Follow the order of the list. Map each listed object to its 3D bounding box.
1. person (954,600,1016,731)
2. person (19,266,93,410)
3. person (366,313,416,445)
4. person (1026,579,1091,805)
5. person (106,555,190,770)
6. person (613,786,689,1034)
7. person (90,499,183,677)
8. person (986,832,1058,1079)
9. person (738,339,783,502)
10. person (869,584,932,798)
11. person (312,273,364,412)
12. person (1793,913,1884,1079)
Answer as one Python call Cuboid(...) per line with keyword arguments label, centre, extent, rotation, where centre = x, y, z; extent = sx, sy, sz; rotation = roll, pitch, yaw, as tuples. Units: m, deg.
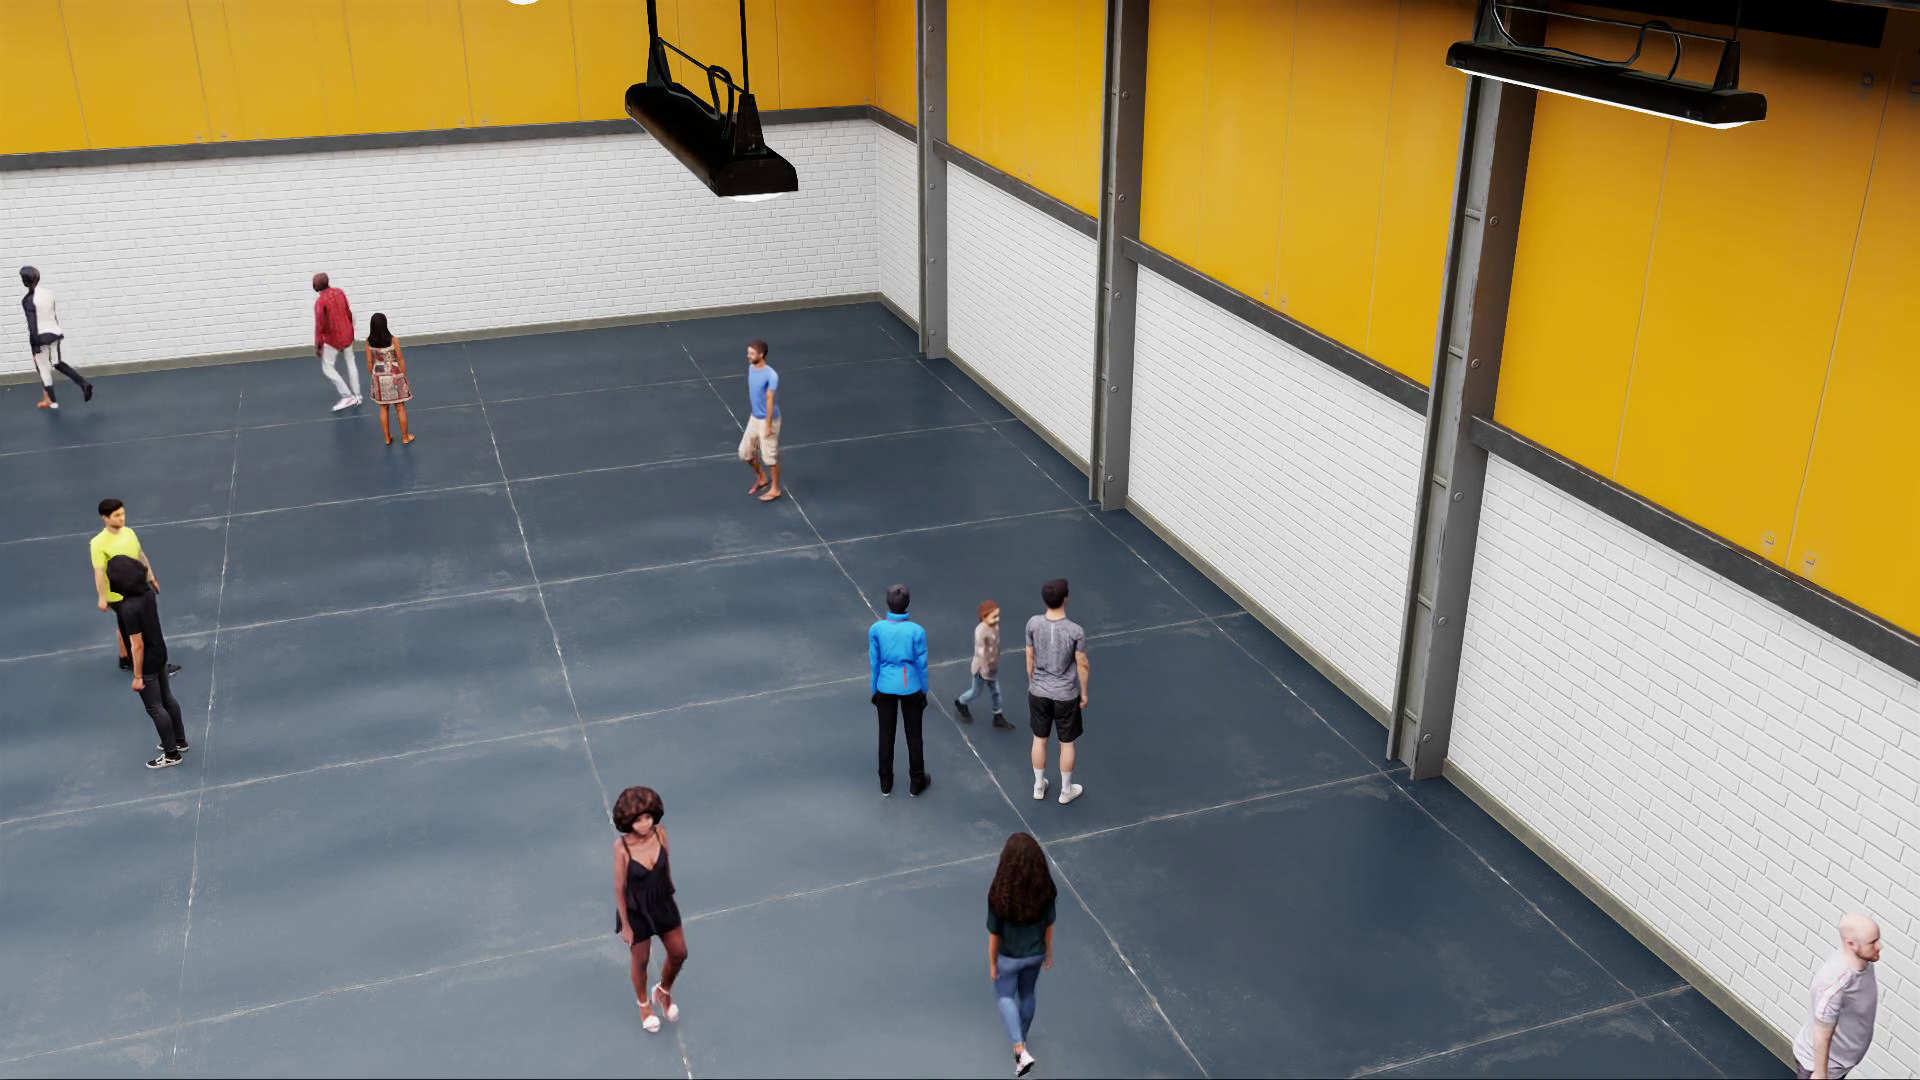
Cuboid(label="person", centre=(0.171, 1.042, 13.947), extent=(0.861, 1.174, 0.705), rotation=(18, 30, 36))
Cuboid(label="person", centre=(-11.669, -2.582, 21.362), extent=(1.075, 1.877, 1.092), rotation=(5, 24, 11))
Cuboid(label="person", centre=(-6.971, -1.973, 20.256), extent=(0.706, 1.645, 0.634), rotation=(-1, 24, -3))
Cuboid(label="person", centre=(0.725, 1.162, 12.801), extent=(0.735, 1.873, 0.782), rotation=(9, 25, 20))
Cuboid(label="person", centre=(-6.508, 0.951, 13.333), extent=(0.752, 1.834, 0.555), rotation=(-1, 24, -3))
Cuboid(label="person", centre=(-1.992, 2.280, 10.365), extent=(0.669, 1.775, 0.710), rotation=(-18, 30, -36))
Cuboid(label="person", centre=(-7.474, 0.426, 14.723), extent=(1.019, 1.683, 1.035), rotation=(5, 24, 12))
Cuboid(label="person", centre=(0.383, 2.529, 10.012), extent=(0.655, 1.602, 0.893), rotation=(-5, 24, -11))
Cuboid(label="person", centre=(-2.121, -1.360, 18.598), extent=(0.731, 1.851, 0.817), rotation=(21, 31, 39))
Cuboid(label="person", centre=(-0.475, 1.167, 12.889), extent=(0.685, 1.793, 0.686), rotation=(3, 24, 7))
Cuboid(label="person", centre=(-8.041, -2.593, 21.487), extent=(0.842, 1.797, 0.800), rotation=(19, 30, 37))
Cuboid(label="person", centre=(4.728, 2.811, 9.080), extent=(0.740, 1.832, 0.747), rotation=(22, 32, 40))
